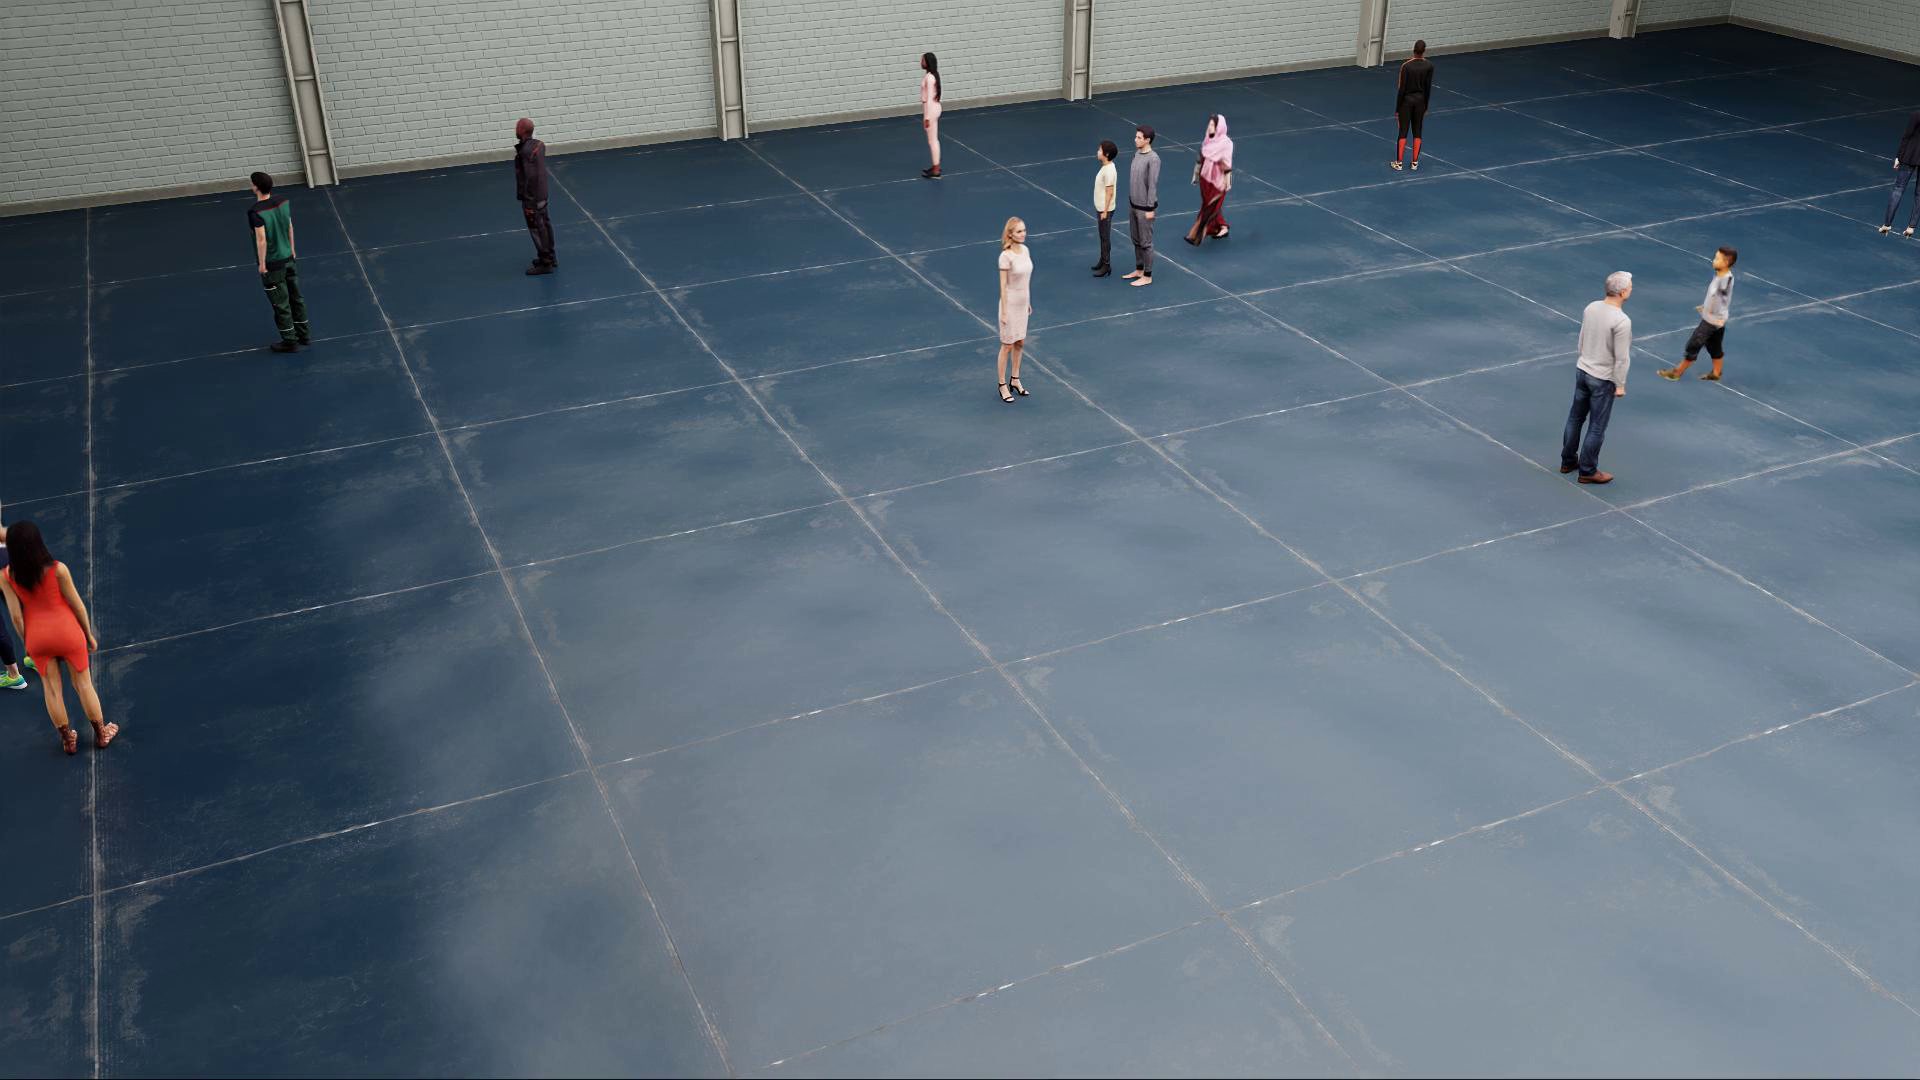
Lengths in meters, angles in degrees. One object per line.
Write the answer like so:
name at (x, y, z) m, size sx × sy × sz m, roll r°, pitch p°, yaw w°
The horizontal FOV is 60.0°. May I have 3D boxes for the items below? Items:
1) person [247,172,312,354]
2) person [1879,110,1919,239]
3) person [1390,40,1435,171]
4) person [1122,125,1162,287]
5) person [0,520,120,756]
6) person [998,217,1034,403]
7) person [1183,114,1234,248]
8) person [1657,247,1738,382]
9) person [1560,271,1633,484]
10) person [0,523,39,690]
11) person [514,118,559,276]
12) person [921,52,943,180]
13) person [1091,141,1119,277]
person at (-7.121, -2.911, 17.352) m, size 0.803 × 1.901 × 0.755 m, roll 8°, pitch 29°, yaw 15°
person at (10.865, -4.326, 18.907) m, size 0.818 × 1.783 × 0.793 m, roll 8°, pitch 29°, yaw 15°
person at (6.416, -6.168, 23.565) m, size 0.599 × 1.808 × 0.746 m, roll -1°, pitch 28°, yaw -3°
person at (2.128, -3.874, 19.228) m, size 0.535 × 1.838 × 0.665 m, roll -11°, pitch 30°, yaw -20°
person at (-5.920, 0.640, 10.877) m, size 0.496 × 1.719 × 0.665 m, roll -9°, pitch 29°, yaw -16°
person at (0.519, -2.255, 16.195) m, size 0.697 × 1.831 × 0.561 m, roll 24°, pitch 36°, yaw 37°
person at (3.185, -4.434, 20.544) m, size 1.115 × 1.588 × 0.775 m, roll -19°, pitch 34°, yaw -32°
person at (7.638, -2.280, 16.663) m, size 0.996 × 1.435 × 0.890 m, roll 5°, pitch 28°, yaw 9°
person at (5.590, -1.431, 14.562) m, size 0.643 × 1.911 × 0.743 m, roll -9°, pitch 29°, yaw -17°
person at (-6.791, 0.247, 11.636) m, size 0.747 × 1.700 × 0.677 m, roll 11°, pitch 30°, yaw 20°
person at (-5.002, -4.062, 19.594) m, size 0.760 × 1.825 × 0.788 m, roll 0°, pitch 28°, yaw 0°
person at (-0.385, -5.930, 23.216) m, size 0.660 × 1.718 × 0.675 m, roll 0°, pitch 28°, yaw 1°
person at (1.703, -3.902, 19.546) m, size 0.629 × 1.588 × 0.657 m, roll 1°, pitch 28°, yaw 1°
